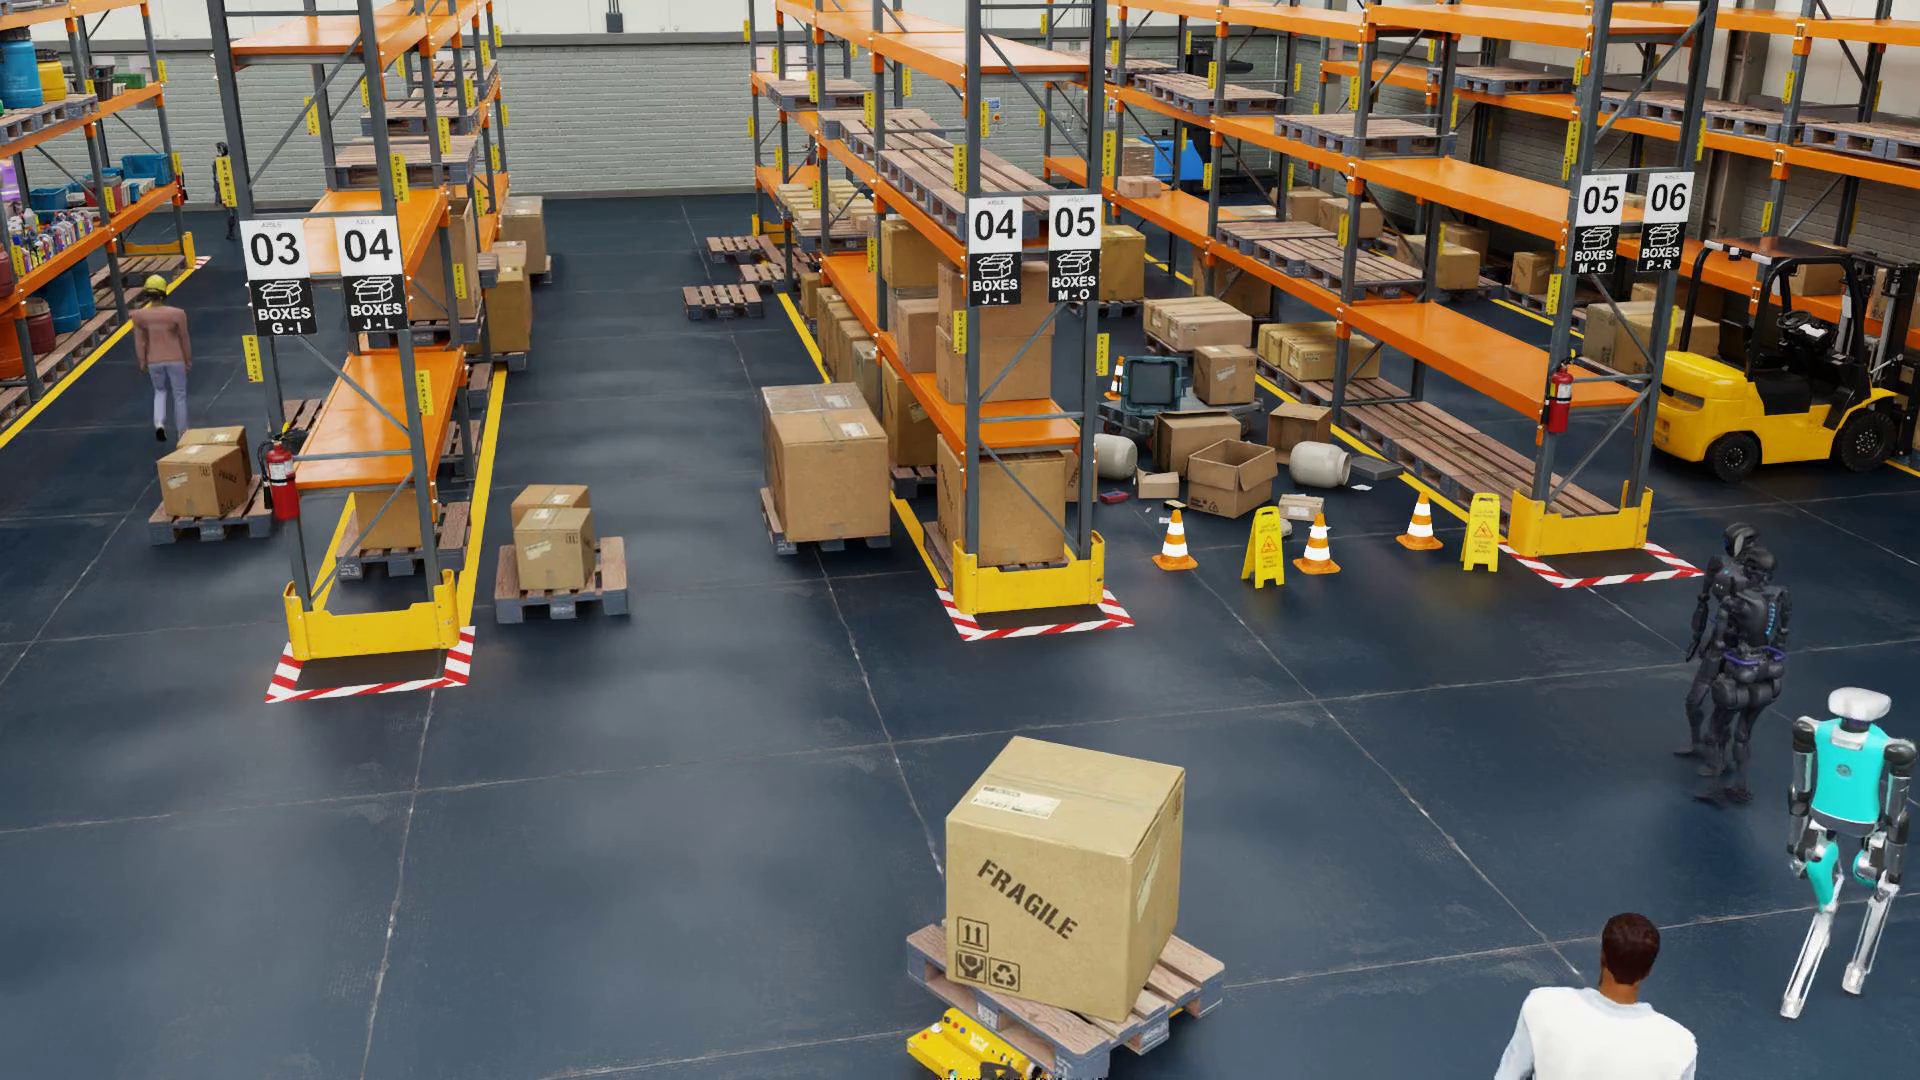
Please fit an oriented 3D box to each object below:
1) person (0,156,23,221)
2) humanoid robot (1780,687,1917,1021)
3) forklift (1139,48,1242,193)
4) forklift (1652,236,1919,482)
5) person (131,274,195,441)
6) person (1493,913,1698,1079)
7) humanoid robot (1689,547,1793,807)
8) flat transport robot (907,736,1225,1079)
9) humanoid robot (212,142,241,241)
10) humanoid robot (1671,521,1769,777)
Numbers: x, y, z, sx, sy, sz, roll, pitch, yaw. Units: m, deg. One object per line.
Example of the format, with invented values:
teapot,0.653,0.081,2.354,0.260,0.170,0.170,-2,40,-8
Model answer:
person,-15.359,-5.478,26.914,0.347,1.688,0.489,13,24,30
humanoid robot,4.353,1.483,8.129,0.576,1.773,0.906,19,27,41
forklift,4.566,-8.313,32.860,1.873,2.768,1.129,-4,21,-12
forklift,8.013,-1.814,16.330,2.313,2.155,1.214,-4,21,-12
person,-8.110,-1.829,16.994,0.523,1.758,0.402,-3,21,-9
person,2.187,2.228,5.906,0.670,1.872,0.915,7,22,19
humanoid robot,4.700,0.824,9.968,0.603,1.659,0.315,-6,21,-16
flat transport robot,0.484,2.271,8.087,1.431,0.231,0.659,-17,26,-39
humanoid robot,-12.333,-5.878,28.021,0.486,1.641,0.615,7,21,17
humanoid robot,4.794,0.677,10.356,0.317,1.652,0.608,-7,22,-18
